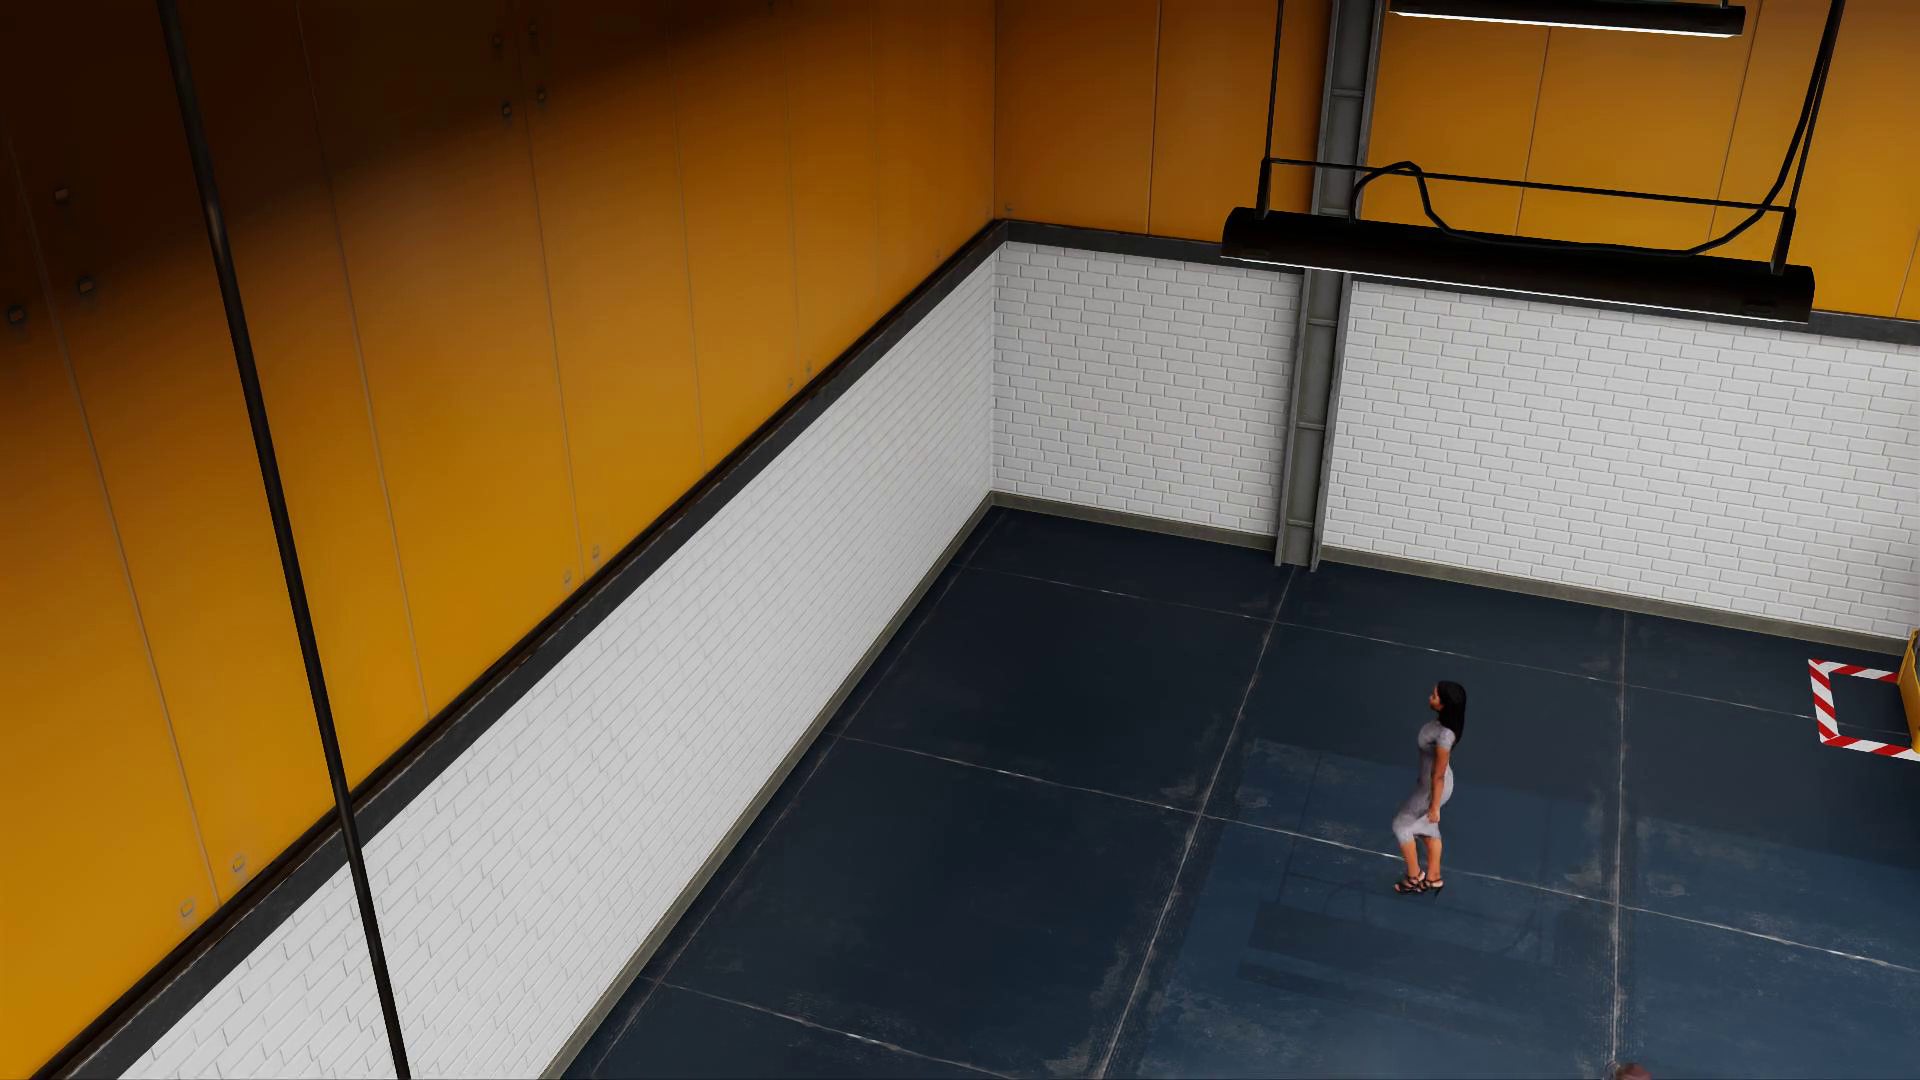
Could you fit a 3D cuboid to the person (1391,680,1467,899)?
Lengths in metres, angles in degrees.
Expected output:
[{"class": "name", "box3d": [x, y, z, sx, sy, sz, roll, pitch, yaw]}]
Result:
[{"class": "person", "box3d": [3.333, 1.762, 11.426, 0.625, 1.768, 0.621, 12, 31, 20]}]
